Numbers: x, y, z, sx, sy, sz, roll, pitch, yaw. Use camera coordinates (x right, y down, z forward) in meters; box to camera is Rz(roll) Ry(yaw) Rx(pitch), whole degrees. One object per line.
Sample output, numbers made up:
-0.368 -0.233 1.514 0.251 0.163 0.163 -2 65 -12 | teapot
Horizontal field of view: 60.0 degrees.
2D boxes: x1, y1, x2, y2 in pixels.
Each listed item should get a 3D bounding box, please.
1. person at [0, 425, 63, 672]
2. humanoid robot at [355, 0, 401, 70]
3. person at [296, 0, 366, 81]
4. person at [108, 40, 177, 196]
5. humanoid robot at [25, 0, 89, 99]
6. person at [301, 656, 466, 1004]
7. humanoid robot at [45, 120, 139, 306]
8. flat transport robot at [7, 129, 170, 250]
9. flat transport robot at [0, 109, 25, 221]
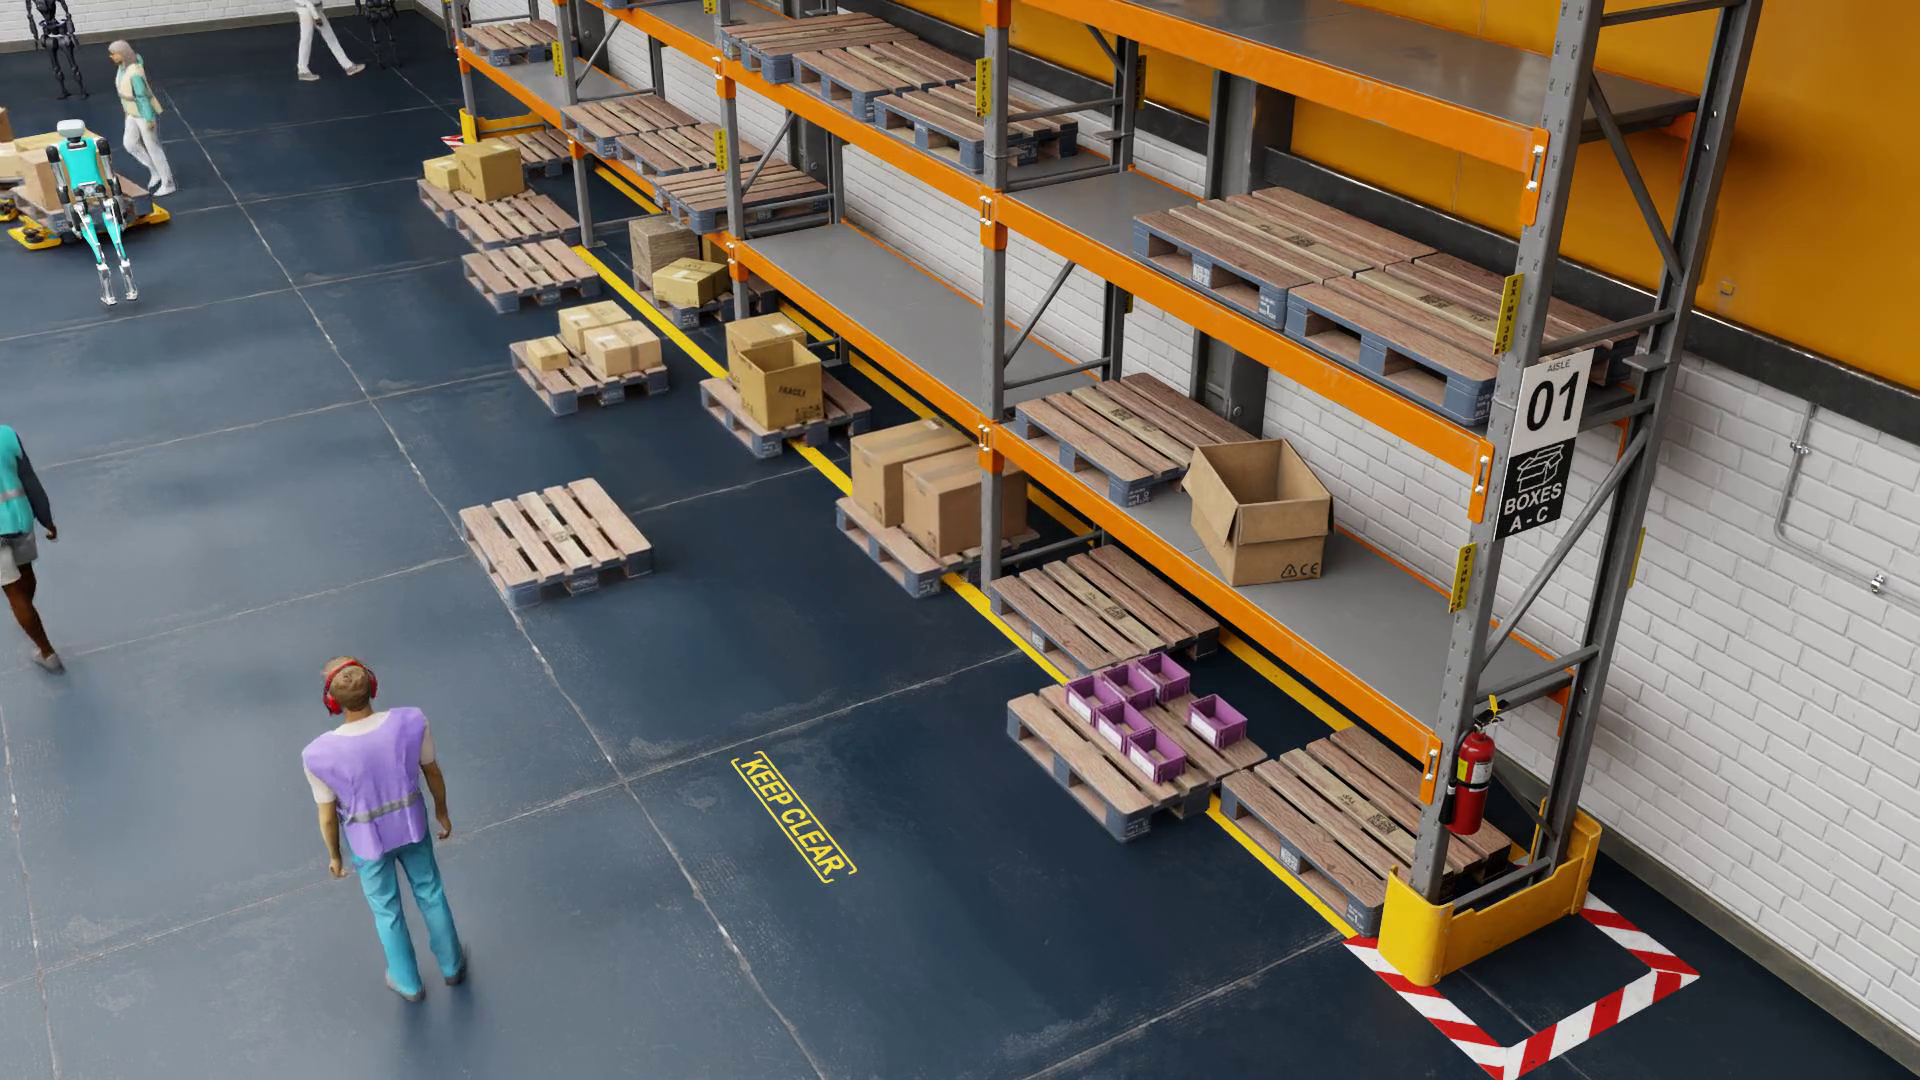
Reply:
-5.966 -0.133 10.211 0.955 1.894 0.593 22 36 34 | person
-8.230 -7.506 23.440 0.599 1.657 0.315 -16 33 -26 | humanoid robot
-8.795 -7.238 22.816 0.933 1.839 0.582 1 30 1 | person
-9.082 -4.674 18.445 0.444 1.696 0.505 -24 37 -35 | person
-11.948 -6.655 21.953 0.612 1.646 0.351 -1 30 -1 | humanoid robot
-2.624 1.359 7.661 0.595 1.829 0.399 -20 35 -32 | person
-7.889 -2.948 15.210 0.533 1.677 0.735 -16 33 -26 | humanoid robot
-9.228 -3.389 17.614 1.431 0.231 0.659 -26 38 -38 | flat transport robot
-10.614 -3.805 18.349 0.659 0.231 1.431 -4 30 -8 | flat transport robot
